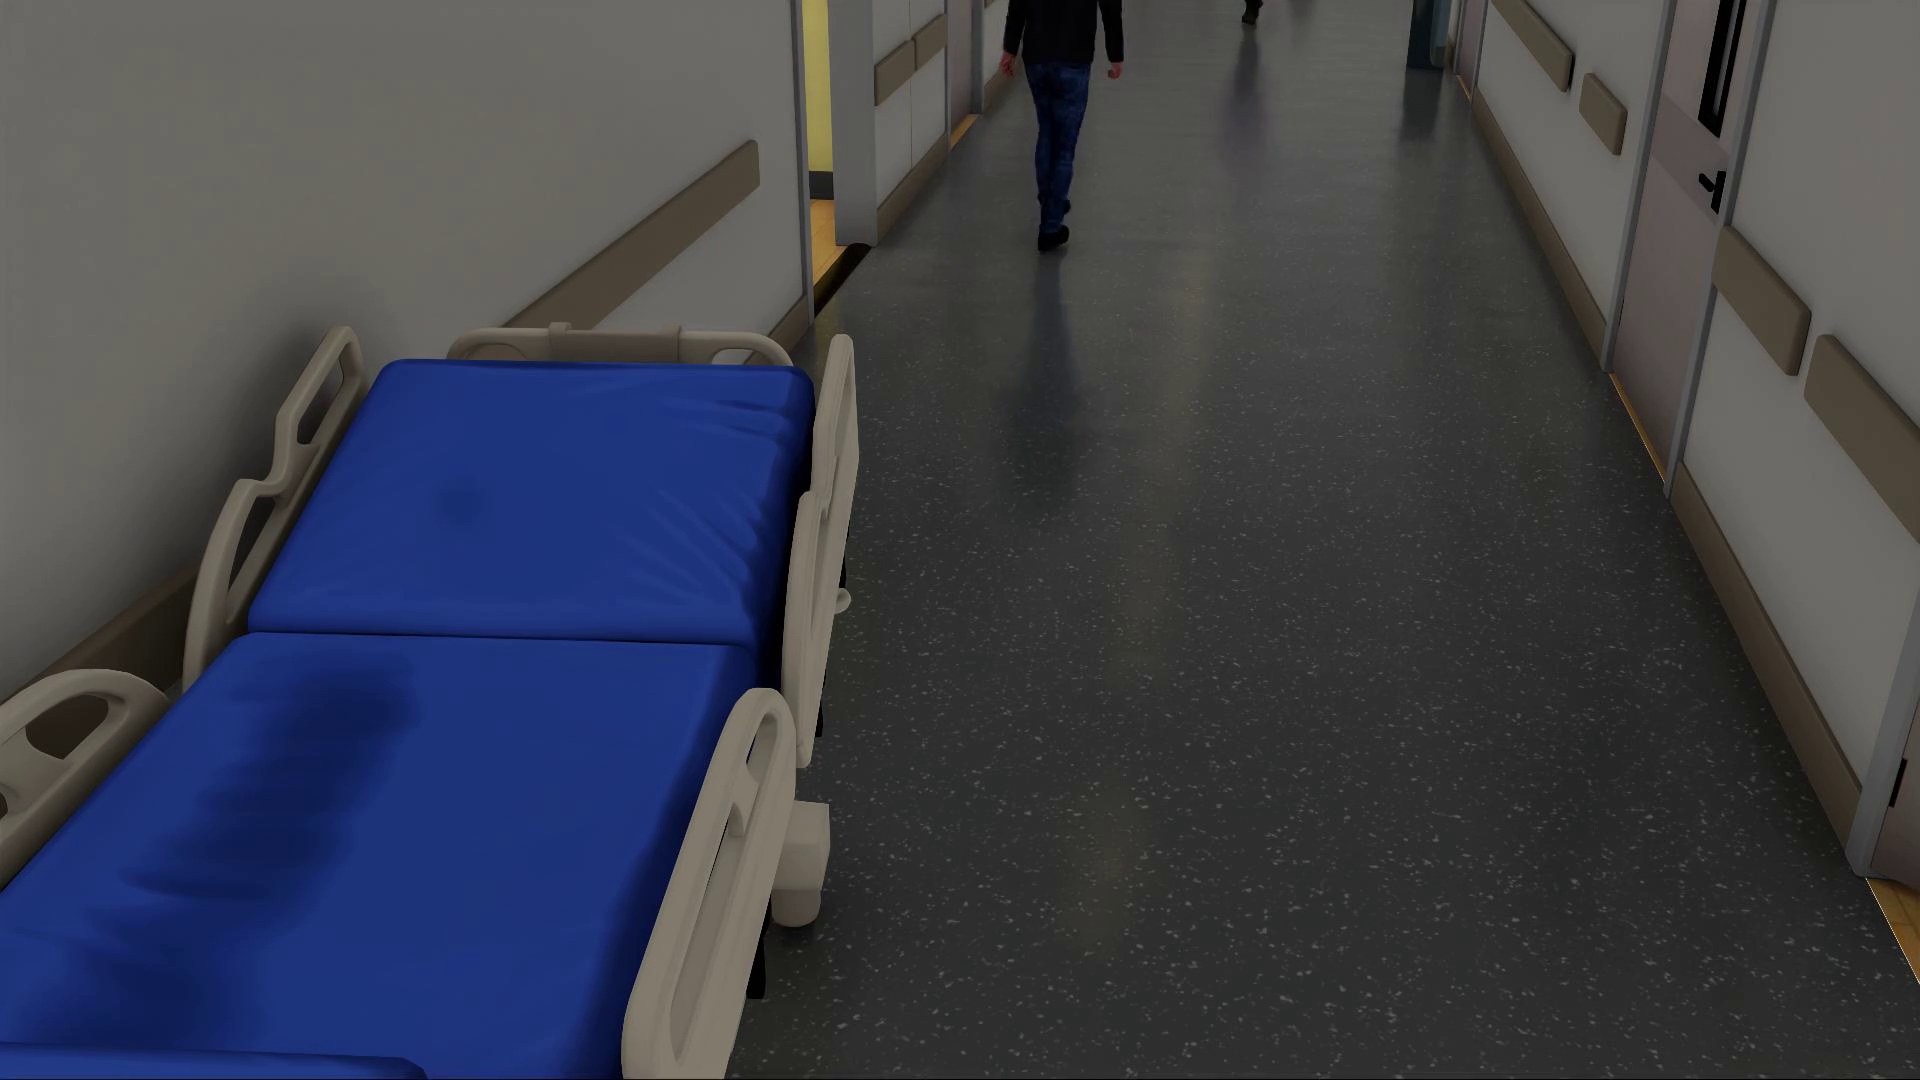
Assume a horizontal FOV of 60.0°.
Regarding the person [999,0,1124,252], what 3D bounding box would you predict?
[{"bbox_3d":[0.457,-2.397,8.394,0.949,1.856,0.947,12,28,23],"label":"person"}]
